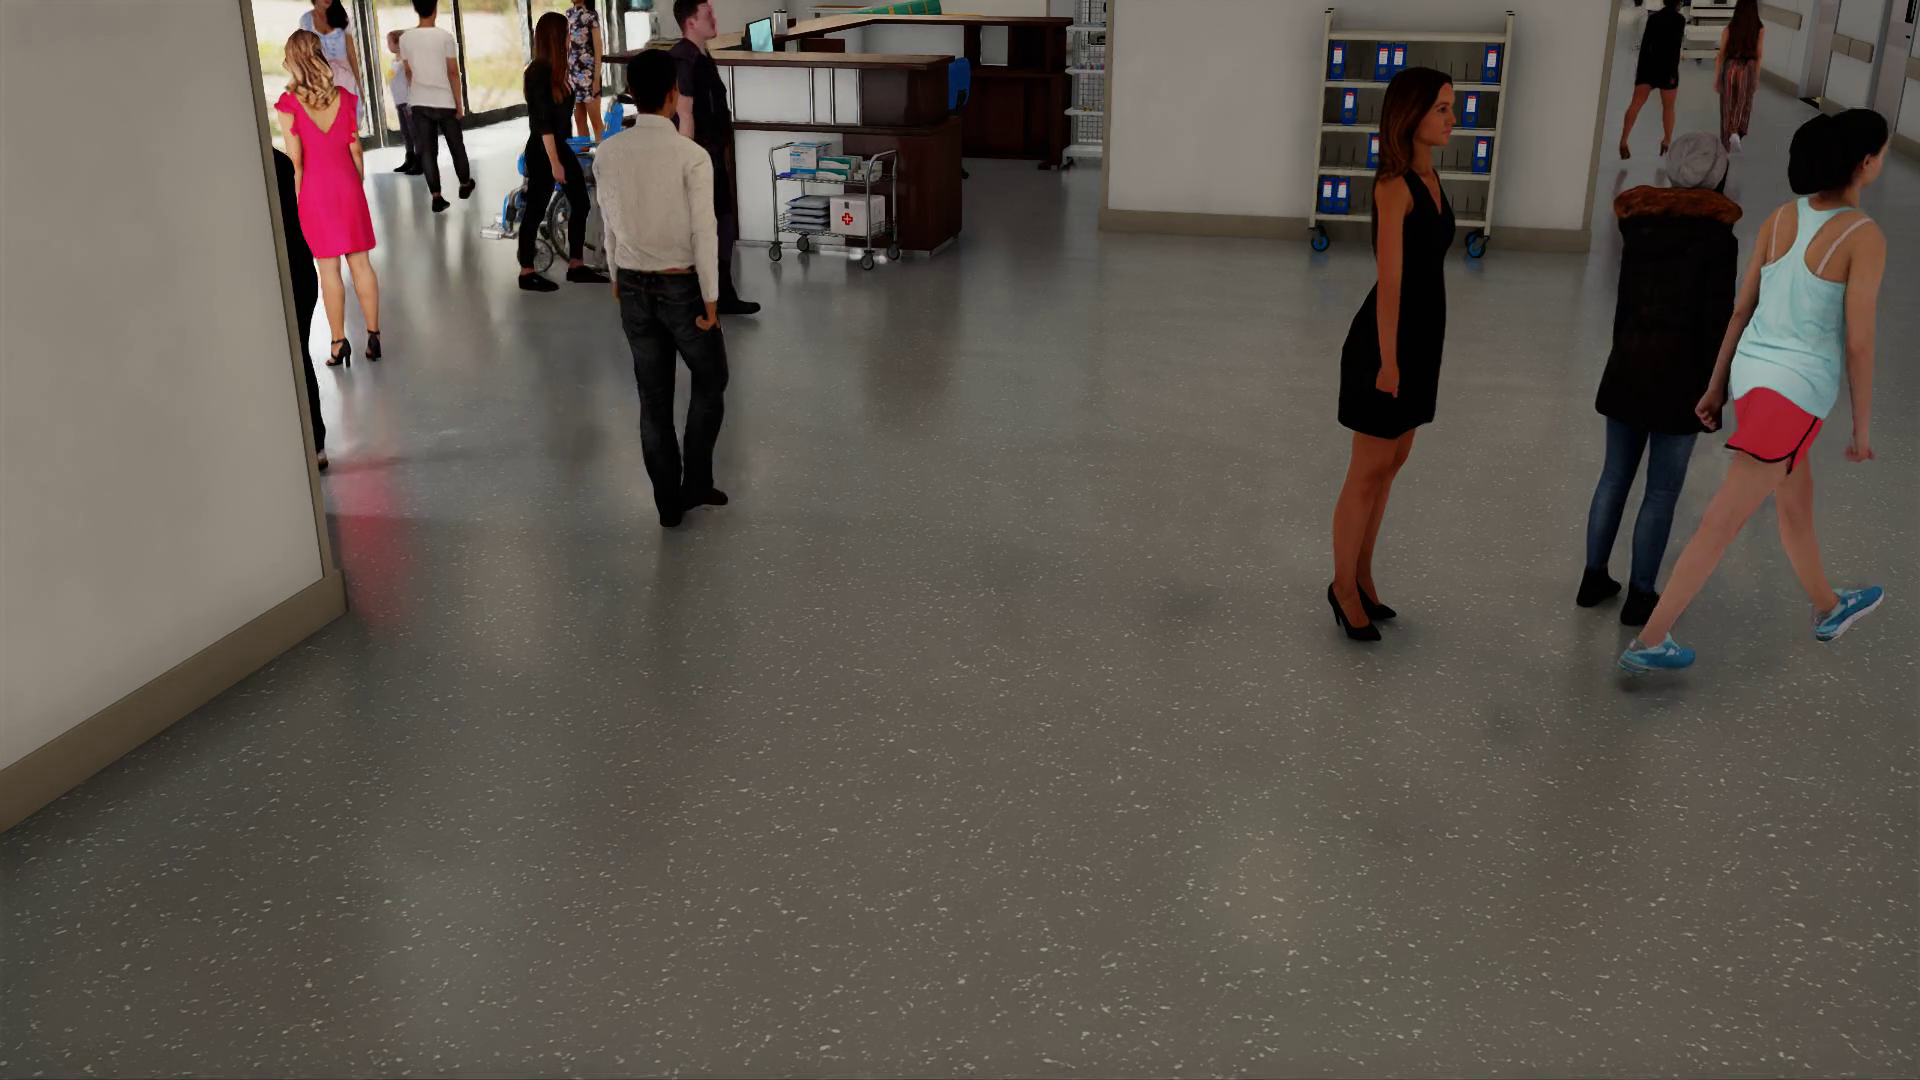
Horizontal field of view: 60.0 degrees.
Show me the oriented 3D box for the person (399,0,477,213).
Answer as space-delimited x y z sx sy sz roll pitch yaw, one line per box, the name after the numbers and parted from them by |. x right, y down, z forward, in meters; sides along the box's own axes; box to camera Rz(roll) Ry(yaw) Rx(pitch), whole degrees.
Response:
-4.184 -3.443 13.139 1.026 1.688 0.879 0 21 -1 | person

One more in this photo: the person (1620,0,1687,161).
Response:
6.522 -4.321 15.623 1.011 1.570 1.033 -16 26 -36 | person

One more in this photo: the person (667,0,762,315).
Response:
-1.595 -2.194 9.637 1.060 1.831 0.805 2 21 6 | person

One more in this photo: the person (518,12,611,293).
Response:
-2.646 -2.397 10.381 0.808 1.685 0.695 5 21 13 | person

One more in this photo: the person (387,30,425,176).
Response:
-5.059 -4.003 15.196 0.633 1.278 0.558 -17 26 -37 | person

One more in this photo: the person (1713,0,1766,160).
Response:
7.490 -4.451 15.986 0.676 1.556 0.668 8 22 20 | person

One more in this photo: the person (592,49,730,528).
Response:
-1.158 -0.901 6.270 0.549 1.798 0.719 5 21 14 | person

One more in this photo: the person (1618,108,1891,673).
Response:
2.380 -0.357 4.972 1.273 1.700 1.047 -7 22 -17 | person

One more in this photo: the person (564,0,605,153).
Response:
-3.378 -4.166 14.982 0.568 1.733 0.712 13 24 31 | person

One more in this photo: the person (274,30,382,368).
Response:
-3.277 -1.773 8.676 0.667 1.724 0.705 -16 26 -35 | person

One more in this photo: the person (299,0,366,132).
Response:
-5.011 -3.570 13.357 1.086 1.769 1.000 -4 21 -9 | person

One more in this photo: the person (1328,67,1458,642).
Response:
1.391 -0.569 5.343 0.606 1.834 0.631 11 24 28 | person

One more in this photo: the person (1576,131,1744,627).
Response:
2.313 -0.526 5.516 0.790 1.631 0.730 -12 24 -28 | person
